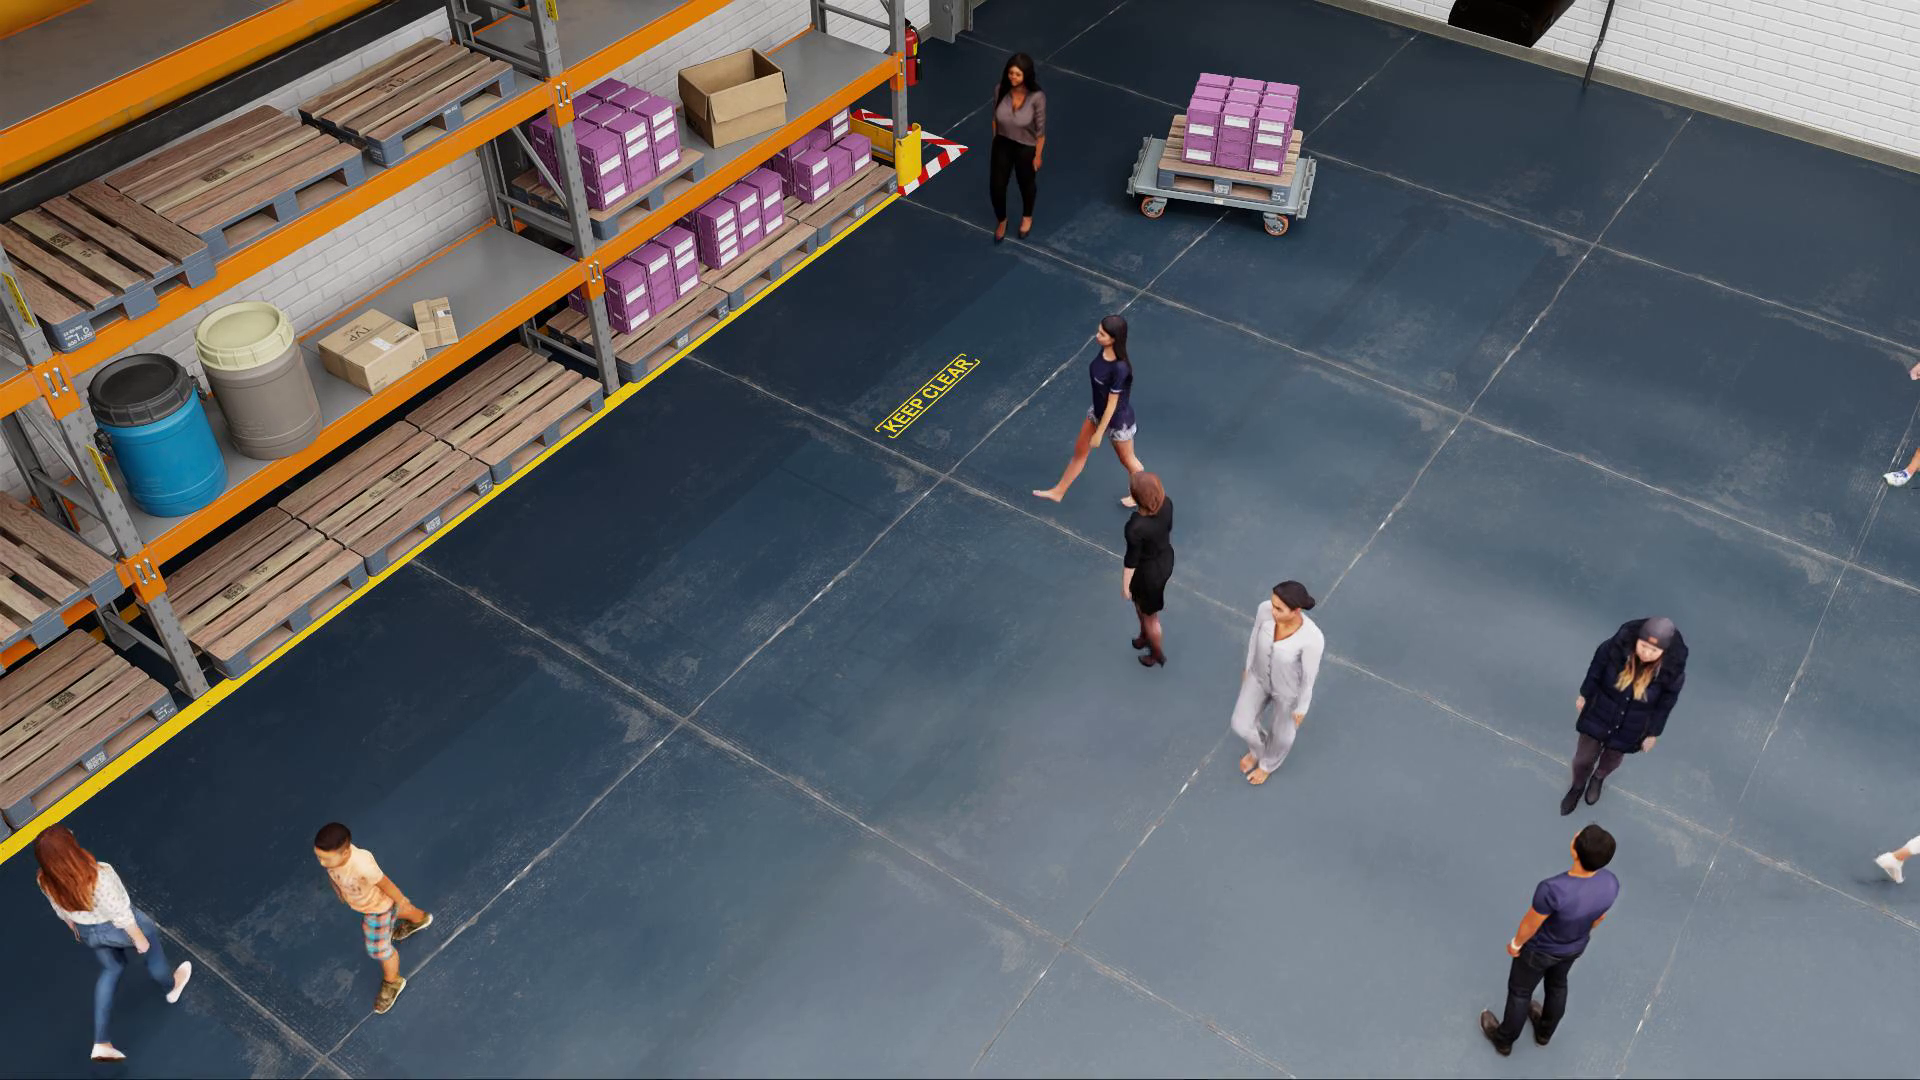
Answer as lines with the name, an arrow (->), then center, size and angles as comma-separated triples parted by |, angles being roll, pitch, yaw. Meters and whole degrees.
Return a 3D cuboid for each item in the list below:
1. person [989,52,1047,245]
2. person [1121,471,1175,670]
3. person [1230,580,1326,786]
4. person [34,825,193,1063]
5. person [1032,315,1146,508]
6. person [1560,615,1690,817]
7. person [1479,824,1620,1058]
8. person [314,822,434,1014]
person -> 0.539, -3.483, 14.662 | 0.768, 1.825, 0.803 | 14, 45, 14
person -> 1.311, 0.249, 10.847 | 0.681, 1.682, 0.581 | 32, 52, 29
person -> 2.009, 0.824, 10.216 | 0.696, 1.722, 0.669 | 32, 52, 29
person -> -4.569, 2.133, 8.849 | 0.870, 1.711, 1.089 | 6, 44, 6
person -> 1.186, -0.872, 12.002 | 1.157, 1.713, 1.096 | -7, 44, -7
person -> 4.023, 0.998, 10.077 | 0.701, 1.660, 0.699 | 20, 47, 20
person -> 3.148, 2.123, 8.807 | 0.682, 1.784, 0.766 | -11, 45, -11
person -> -3.232, 1.952, 9.250 | 0.622, 1.420, 0.904 | 20, 47, 19
